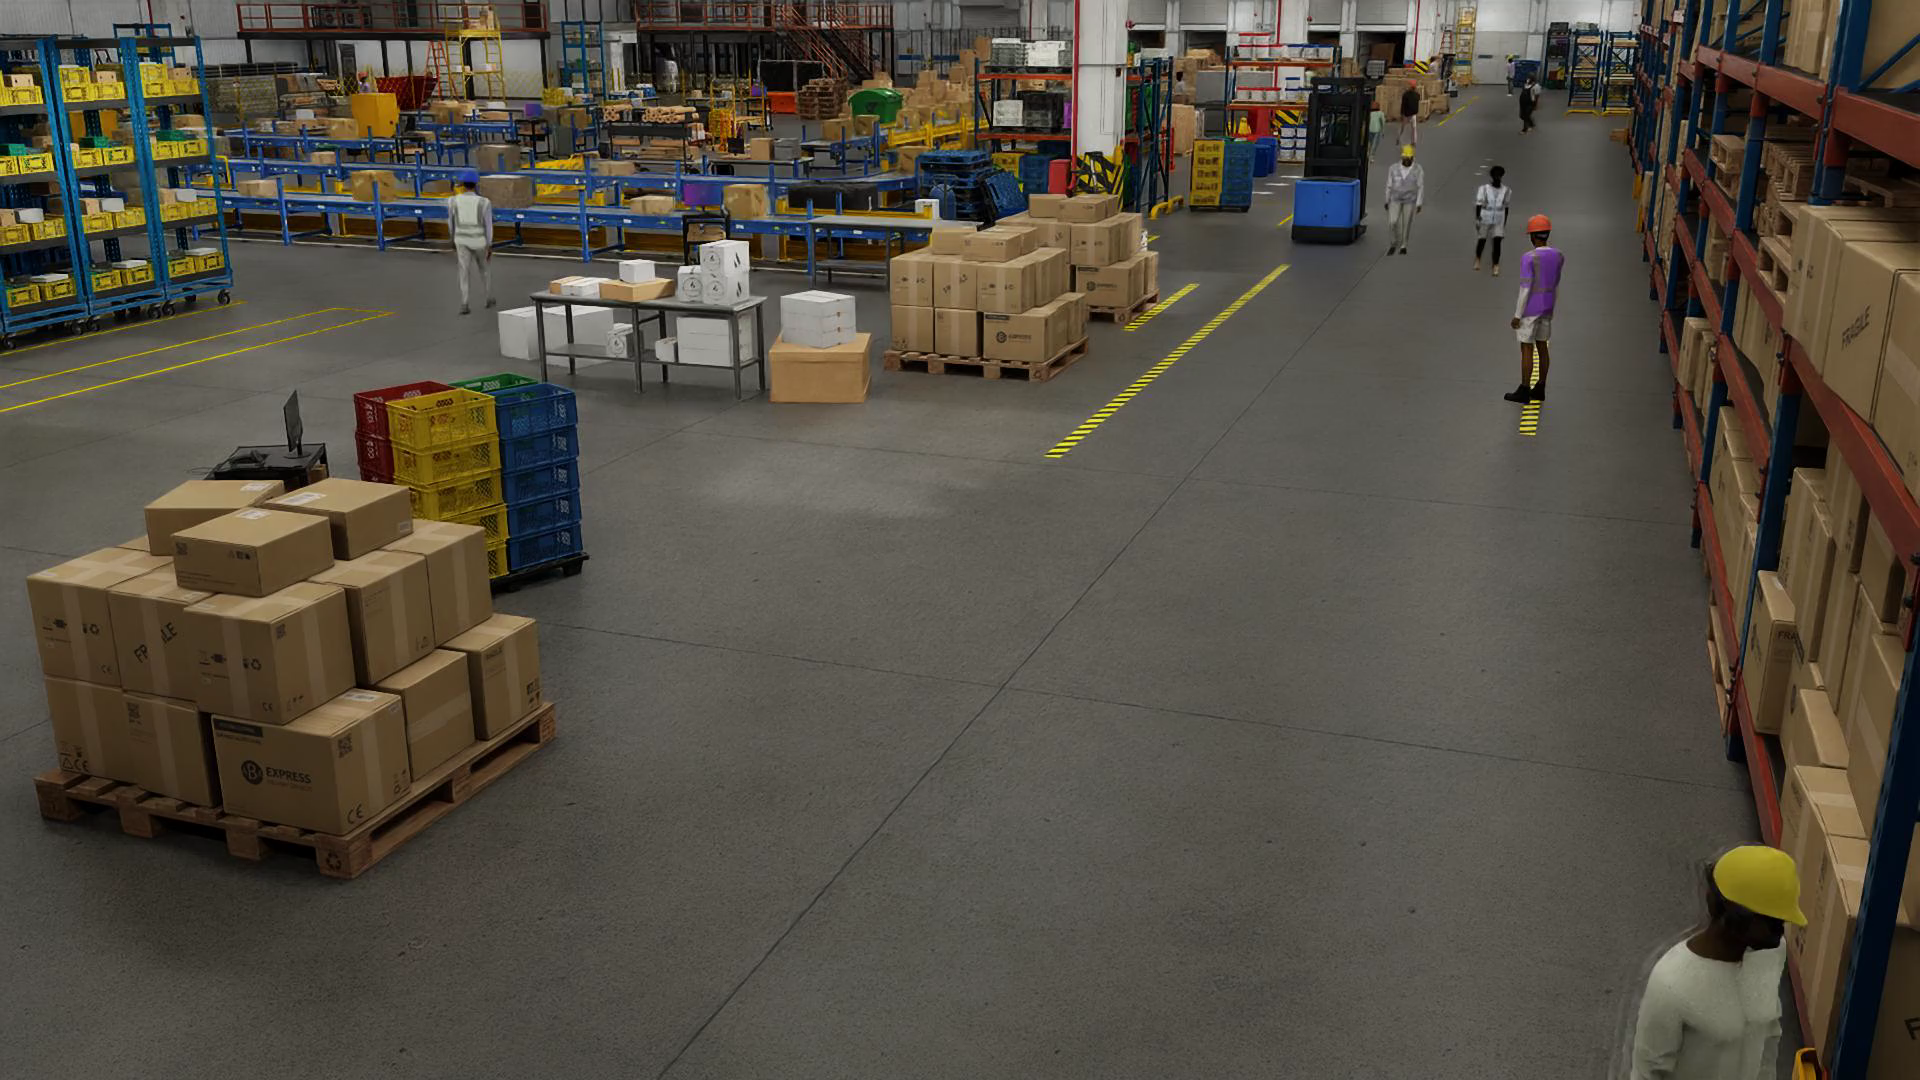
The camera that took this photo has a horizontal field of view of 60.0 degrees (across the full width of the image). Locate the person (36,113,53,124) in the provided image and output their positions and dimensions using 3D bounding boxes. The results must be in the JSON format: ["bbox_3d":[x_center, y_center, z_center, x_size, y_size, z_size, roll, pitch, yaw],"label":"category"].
[{"bbox_3d":[-28.978,-13.648,52.671,0.648,1.882,0.492,-4,18,-12],"label":"person"}]

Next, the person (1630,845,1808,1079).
[{"bbox_3d":[2.104,1.643,4.829,0.555,1.743,0.601,-9,20,-25],"label":"person"}]

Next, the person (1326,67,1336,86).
[{"bbox_3d":[18.444,-23.119,82.673,0.486,1.729,0.470,9,20,26],"label":"person"}]

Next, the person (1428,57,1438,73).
[{"bbox_3d":[23.046,-22.631,81.026,0.624,1.803,0.946,-12,21,-33],"label":"person"}]

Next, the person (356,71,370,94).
[{"bbox_3d":[-19.417,-14.235,54.284,0.566,2.036,0.637,-13,22,-35],"label":"person"}]

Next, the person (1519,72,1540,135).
[{"bbox_3d":[18.696,-14.353,54.616,0.680,2.000,0.697,-7,19,-20],"label":"person"}]

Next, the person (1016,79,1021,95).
[{"bbox_3d":[2.366,-18.270,67.141,0.814,1.912,0.548,1,18,4],"label":"person"}]

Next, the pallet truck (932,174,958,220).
[{"bbox_3d":[-0.507,-5.292,27.348,0.653,1.274,1.630,6,19,19],"label":"pallet truck"}]

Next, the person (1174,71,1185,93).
[{"bbox_3d":[7.634,-15.219,57.507,0.833,1.938,0.620,8,19,24],"label":"person"}]

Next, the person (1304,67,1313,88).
[{"bbox_3d":[14.043,-18.247,67.089,0.651,1.903,0.594,14,22,38],"label":"person"}]

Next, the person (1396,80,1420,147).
[{"bbox_3d":[13.437,-12.797,49.884,0.632,1.957,0.987,-4,18,-14],"label":"person"}]

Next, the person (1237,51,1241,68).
[{"bbox_3d":[14.942,-25.313,89.333,1.007,1.878,0.610,14,23,38],"label":"person"}]

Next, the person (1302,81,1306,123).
[{"bbox_3d":[11.006,-13.968,53.886,0.529,1.749,0.641,-13,22,-35],"label":"person"}]

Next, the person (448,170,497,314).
[{"bbox_3d":[-6.568,-4.006,22.355,0.617,1.900,1.015,-1,18,-4],"label":"person"}]

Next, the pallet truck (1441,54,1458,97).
[{"bbox_3d":[22.765,-21.886,78.355,0.823,1.965,1.885,-4,18,-14],"label":"pallet truck"}]

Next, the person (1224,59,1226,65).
[{"bbox_3d":[12.144,-20.911,75.571,0.394,1.824,0.534,2,18,6],"label":"person"}]

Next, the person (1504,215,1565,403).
[{"bbox_3d":[5.918,-2.376,17.168,0.542,1.928,0.374,-9,20,-27],"label":"person"}]

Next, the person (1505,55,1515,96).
[{"bbox_3d":[26.283,-22.199,79.490,0.429,1.913,0.600,0,18,1],"label":"person"}]

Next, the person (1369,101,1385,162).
[{"bbox_3d":[11.103,-10.953,44.621,0.505,1.611,0.633,10,20,30],"label":"person"}]

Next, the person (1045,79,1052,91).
[{"bbox_3d":[3.486,-18.315,67.443,1.019,1.807,0.541,-3,18,-9],"label":"person"}]

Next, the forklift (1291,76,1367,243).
[{"bbox_3d":[6.598,-6.755,29.381,1.129,2.768,1.873,6,19,19],"label":"forklift"}]

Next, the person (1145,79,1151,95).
[{"bbox_3d":[6.400,-14.927,56.989,0.317,1.691,0.535,-9,20,-26],"label":"person"}]

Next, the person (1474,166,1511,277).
[{"bbox_3d":[8.191,-4.946,25.663,0.530,1.666,0.817,3,18,8],"label":"person"}]

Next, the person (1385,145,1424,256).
[{"bbox_3d":[7.321,-5.596,27.474,0.618,1.801,0.760,6,19,19],"label":"person"}]

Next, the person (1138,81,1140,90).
[{"bbox_3d":[9.193,-24.033,85.180,0.405,1.946,0.610,3,18,10],"label":"person"}]

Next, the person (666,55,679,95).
[{"bbox_3d":[-14.024,-22.586,80.798,0.721,1.863,0.347,8,19,23],"label":"person"}]
